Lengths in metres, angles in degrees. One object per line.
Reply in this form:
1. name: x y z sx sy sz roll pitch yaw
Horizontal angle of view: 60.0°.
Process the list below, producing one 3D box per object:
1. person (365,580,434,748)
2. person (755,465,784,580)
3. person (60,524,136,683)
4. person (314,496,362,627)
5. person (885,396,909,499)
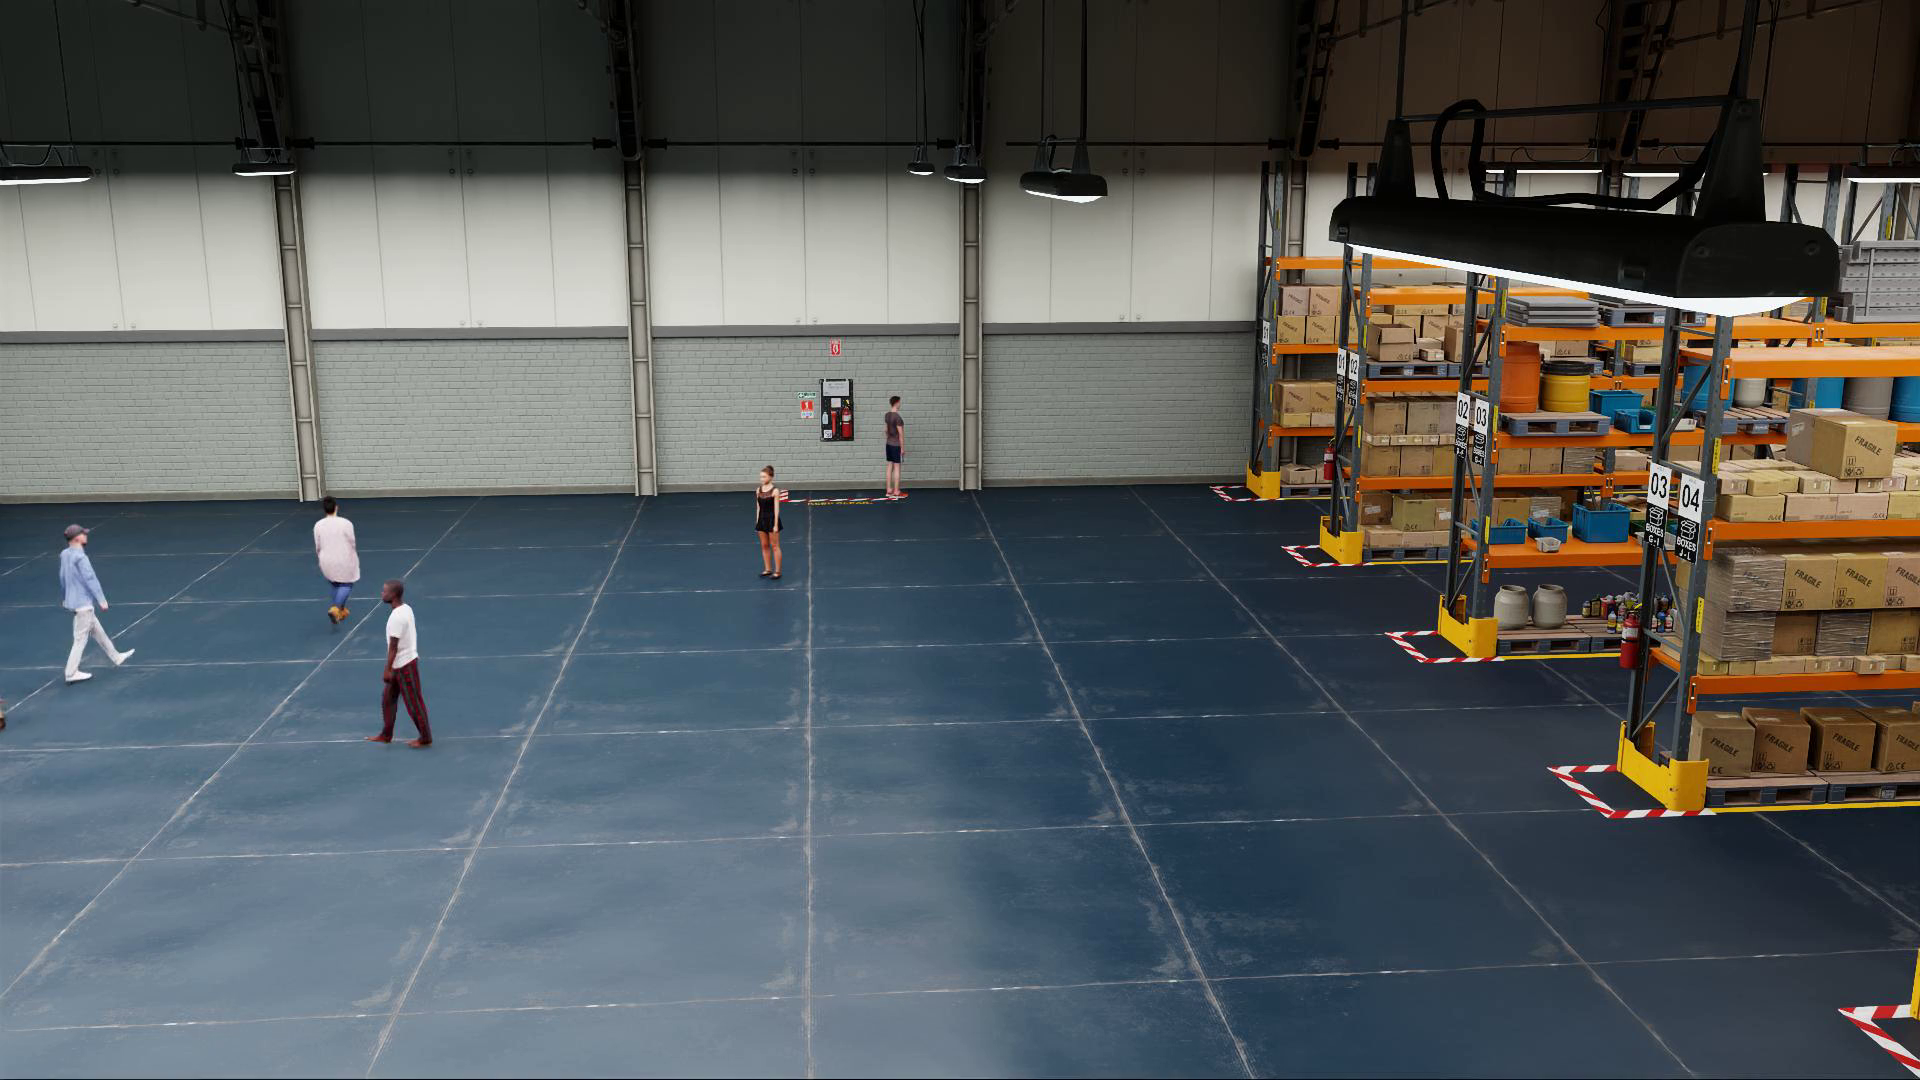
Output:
1. person: -5.724 1.308 17.391 0.938 1.812 0.736 -2 13 -10
2. person: -2.806 -0.269 24.495 0.674 1.680 0.745 9 16 34
3. person: -10.447 0.772 19.617 1.099 1.852 1.185 11 17 41
4. person: -8.253 0.293 21.979 1.017 1.719 0.883 1 13 6
5. person: -1.198 -1.703 30.292 0.734 1.858 0.729 -10 16 -36
